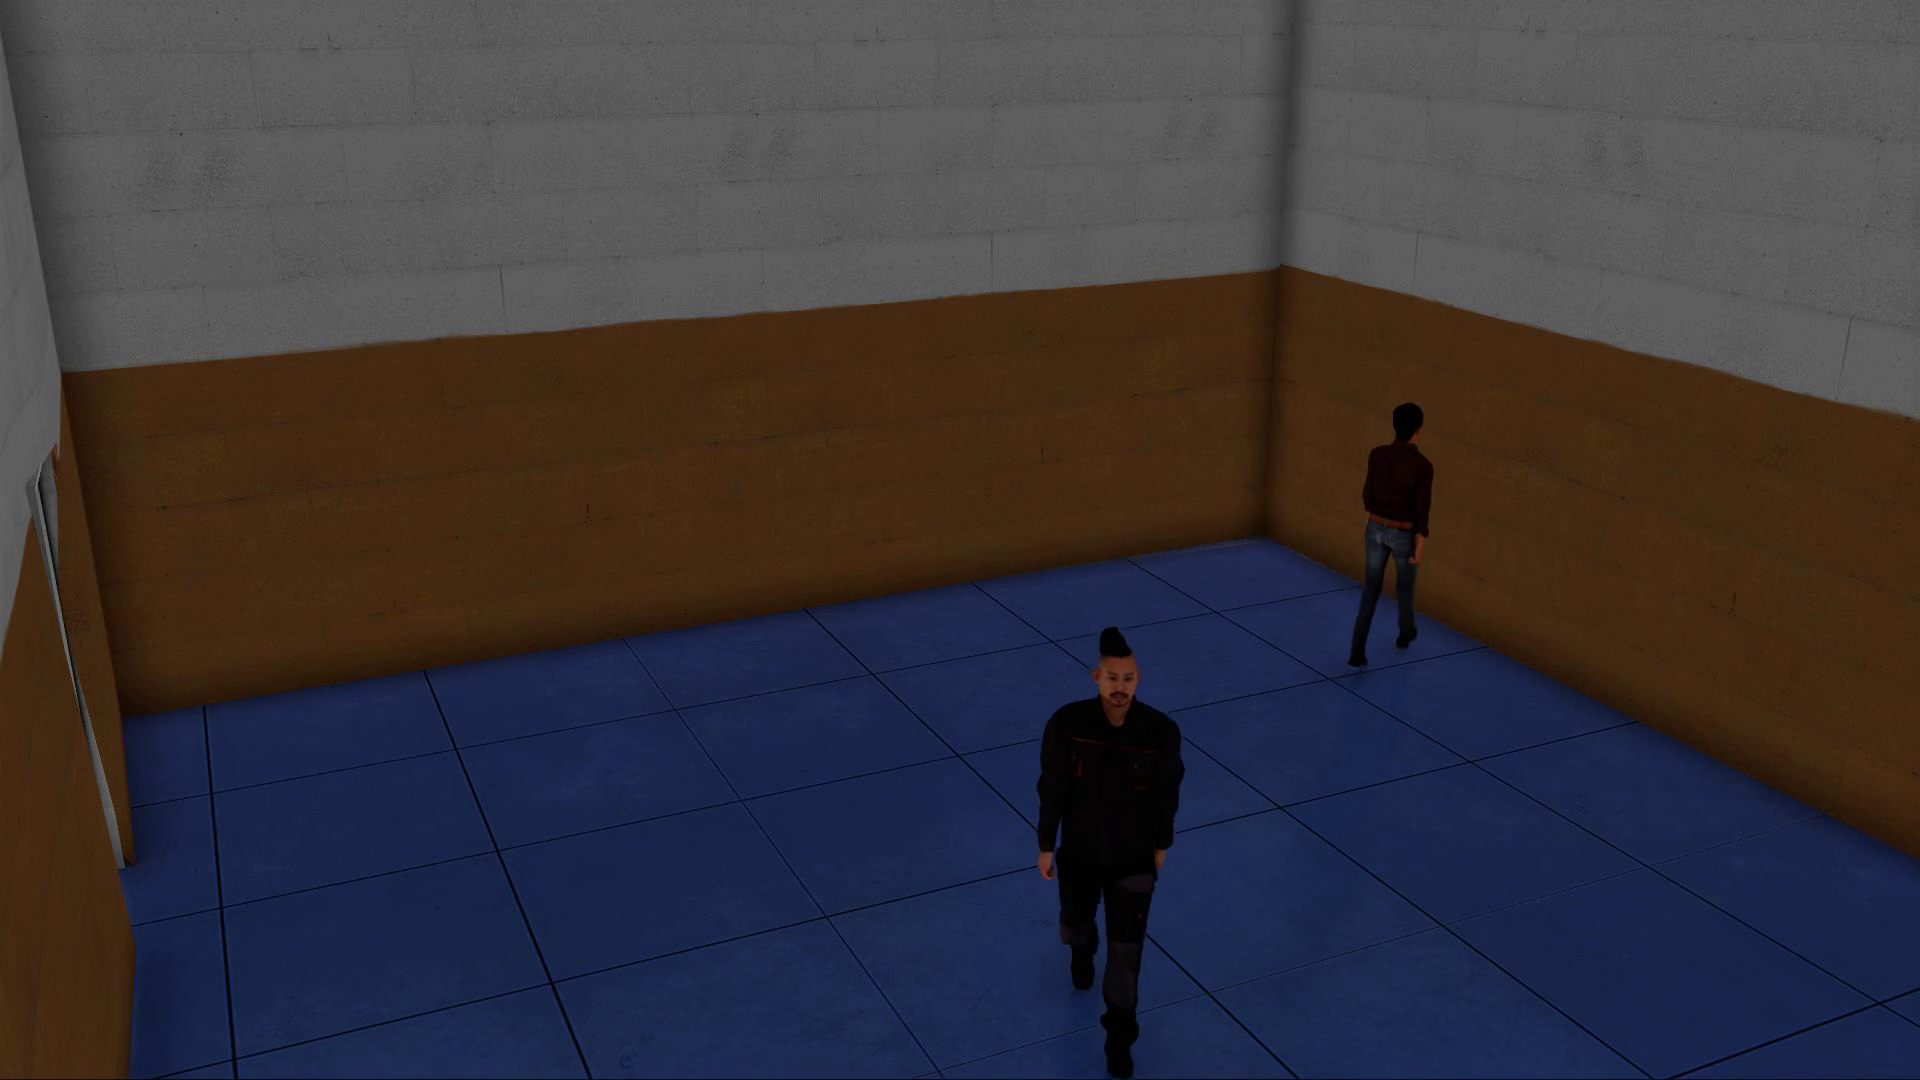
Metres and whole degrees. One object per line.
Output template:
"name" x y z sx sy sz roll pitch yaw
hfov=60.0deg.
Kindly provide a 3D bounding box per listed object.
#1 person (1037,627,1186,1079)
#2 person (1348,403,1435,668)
"person" 0.598 1.230 6.973 1.208 1.830 1.182 3 19 8
"person" 2.751 0.011 10.766 1.037 1.739 1.240 12 22 32
